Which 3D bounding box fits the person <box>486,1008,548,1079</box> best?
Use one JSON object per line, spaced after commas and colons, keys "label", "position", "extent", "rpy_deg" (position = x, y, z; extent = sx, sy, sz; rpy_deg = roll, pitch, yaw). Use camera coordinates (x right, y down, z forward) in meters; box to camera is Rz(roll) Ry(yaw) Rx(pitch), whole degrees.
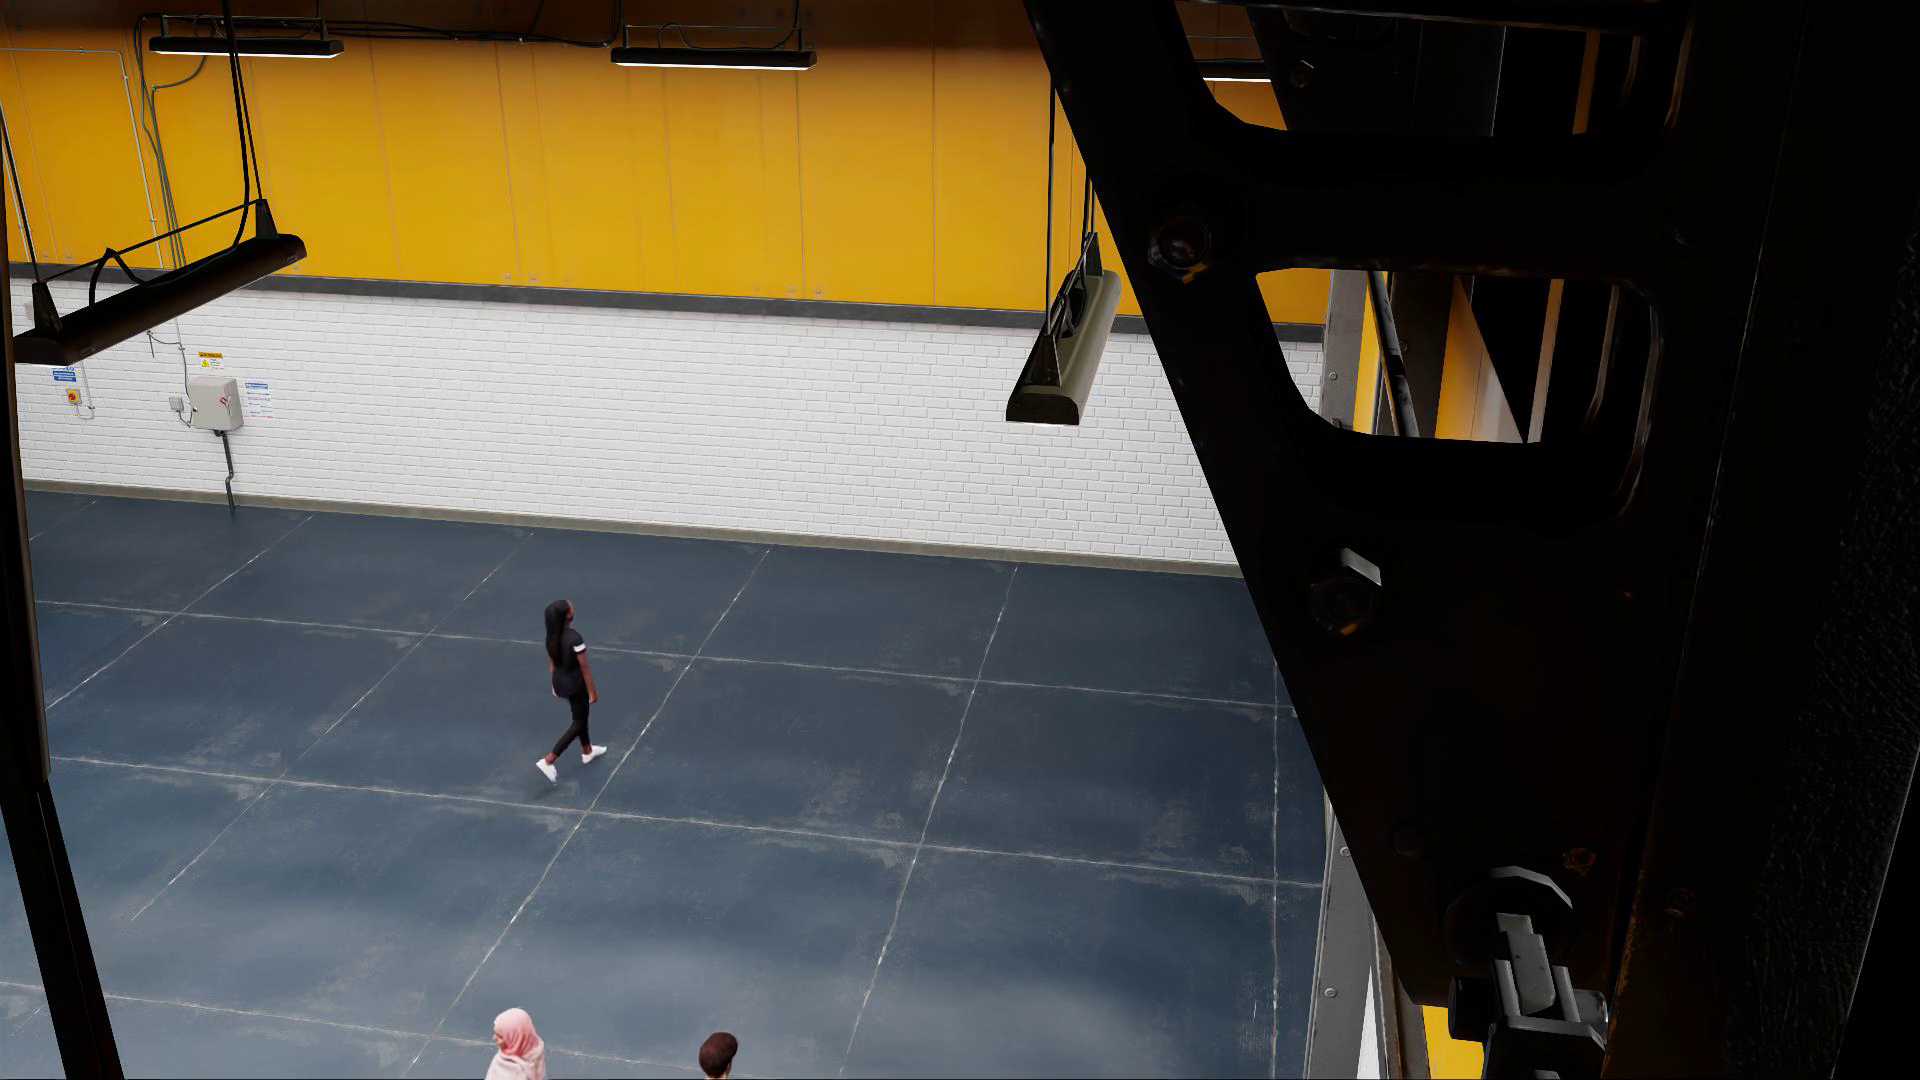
{"label": "person", "position": [-2.492, 3.548, 9.898], "extent": [1.181, 1.769, 1.151], "rpy_deg": [-14, 27, -29]}

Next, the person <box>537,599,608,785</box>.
{"label": "person", "position": [-3.546, 1.366, 14.966], "extent": [0.956, 1.708, 1.152], "rpy_deg": [18, 29, 35]}
